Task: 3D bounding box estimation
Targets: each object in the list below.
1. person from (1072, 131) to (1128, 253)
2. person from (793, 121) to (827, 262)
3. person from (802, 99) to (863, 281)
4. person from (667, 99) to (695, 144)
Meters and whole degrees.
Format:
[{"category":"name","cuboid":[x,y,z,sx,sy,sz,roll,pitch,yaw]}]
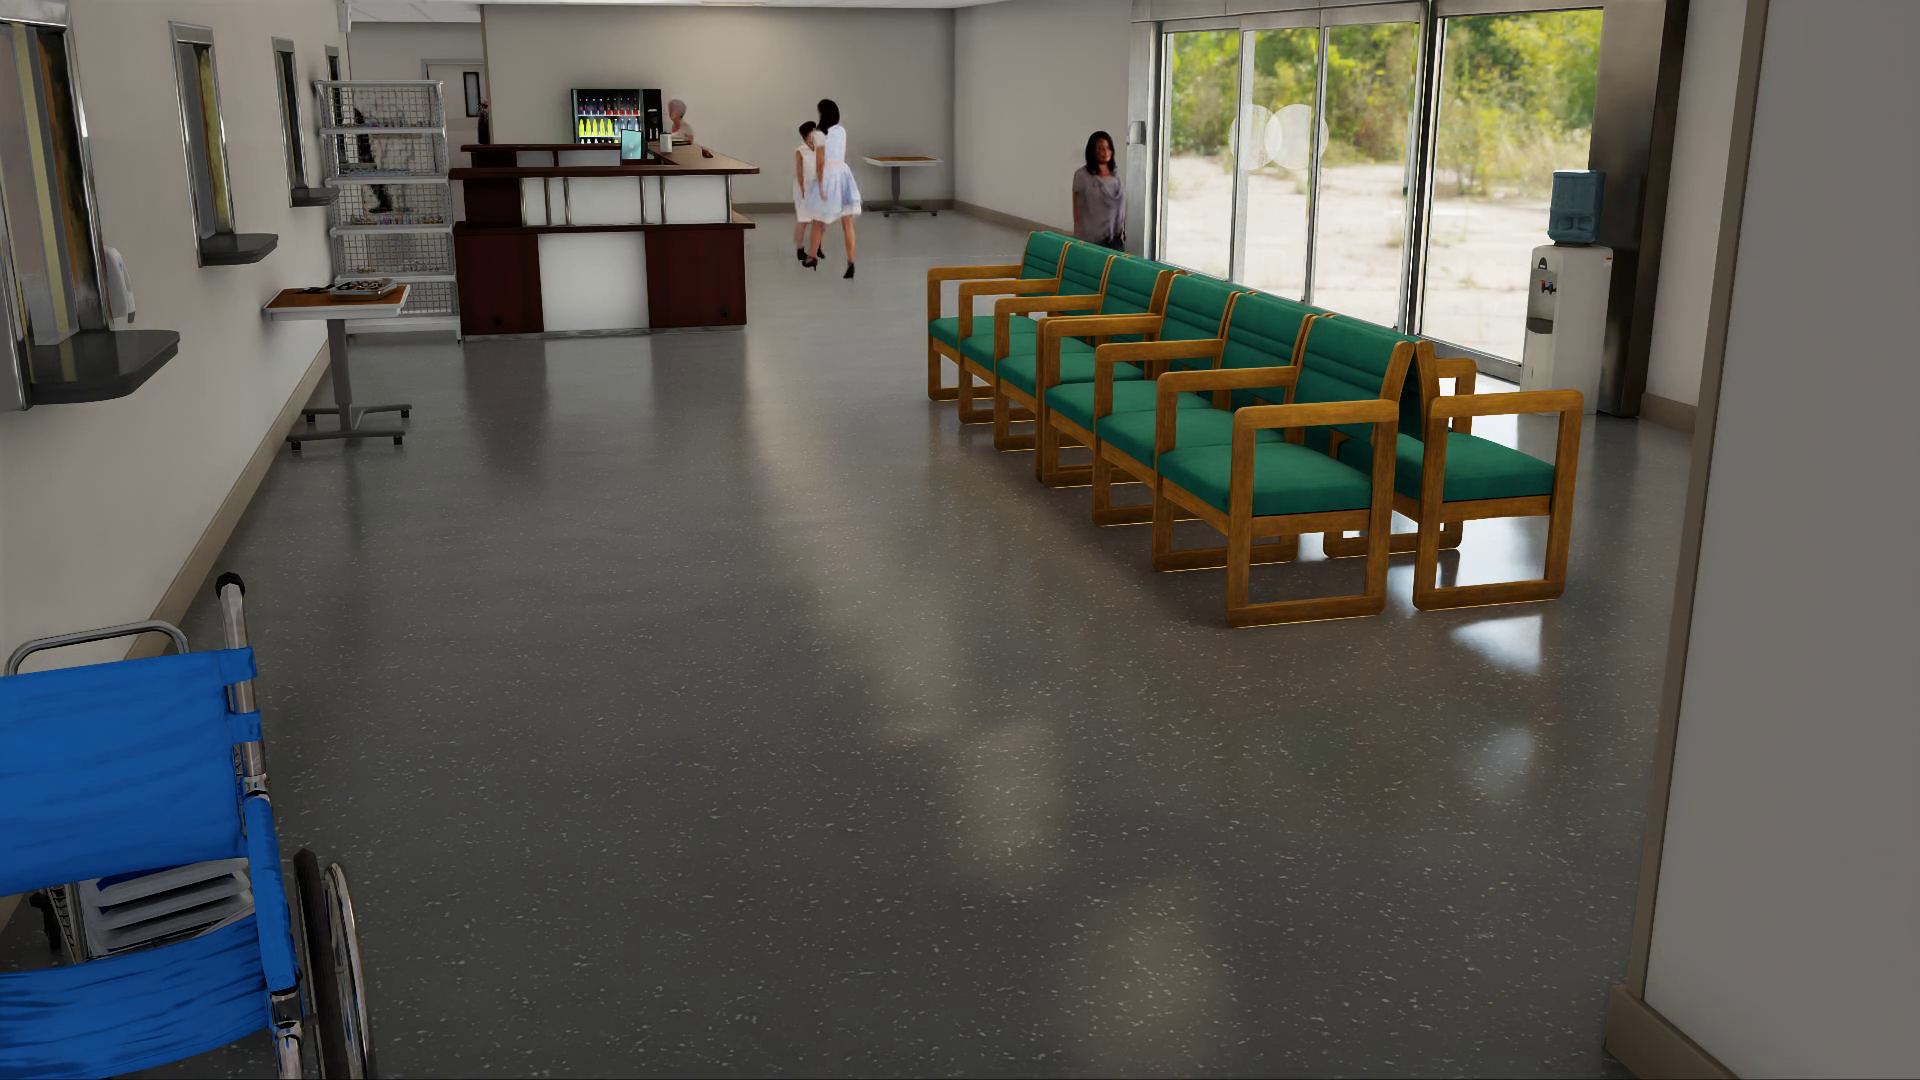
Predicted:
[{"category":"person","cuboid":[1.145,-2.582,13.865,0.913,1.590,0.816,-8,18,-26]},{"category":"person","cuboid":[-1.754,-3.901,18.642,0.771,1.538,0.703,13,20,38]},{"category":"person","cuboid":[-1.216,-3.488,16.753,1.159,1.767,0.970,-10,19,-32]},{"category":"person","cuboid":[-3.277,-4.417,20.125,1.027,1.725,0.855,-12,19,-35]}]
